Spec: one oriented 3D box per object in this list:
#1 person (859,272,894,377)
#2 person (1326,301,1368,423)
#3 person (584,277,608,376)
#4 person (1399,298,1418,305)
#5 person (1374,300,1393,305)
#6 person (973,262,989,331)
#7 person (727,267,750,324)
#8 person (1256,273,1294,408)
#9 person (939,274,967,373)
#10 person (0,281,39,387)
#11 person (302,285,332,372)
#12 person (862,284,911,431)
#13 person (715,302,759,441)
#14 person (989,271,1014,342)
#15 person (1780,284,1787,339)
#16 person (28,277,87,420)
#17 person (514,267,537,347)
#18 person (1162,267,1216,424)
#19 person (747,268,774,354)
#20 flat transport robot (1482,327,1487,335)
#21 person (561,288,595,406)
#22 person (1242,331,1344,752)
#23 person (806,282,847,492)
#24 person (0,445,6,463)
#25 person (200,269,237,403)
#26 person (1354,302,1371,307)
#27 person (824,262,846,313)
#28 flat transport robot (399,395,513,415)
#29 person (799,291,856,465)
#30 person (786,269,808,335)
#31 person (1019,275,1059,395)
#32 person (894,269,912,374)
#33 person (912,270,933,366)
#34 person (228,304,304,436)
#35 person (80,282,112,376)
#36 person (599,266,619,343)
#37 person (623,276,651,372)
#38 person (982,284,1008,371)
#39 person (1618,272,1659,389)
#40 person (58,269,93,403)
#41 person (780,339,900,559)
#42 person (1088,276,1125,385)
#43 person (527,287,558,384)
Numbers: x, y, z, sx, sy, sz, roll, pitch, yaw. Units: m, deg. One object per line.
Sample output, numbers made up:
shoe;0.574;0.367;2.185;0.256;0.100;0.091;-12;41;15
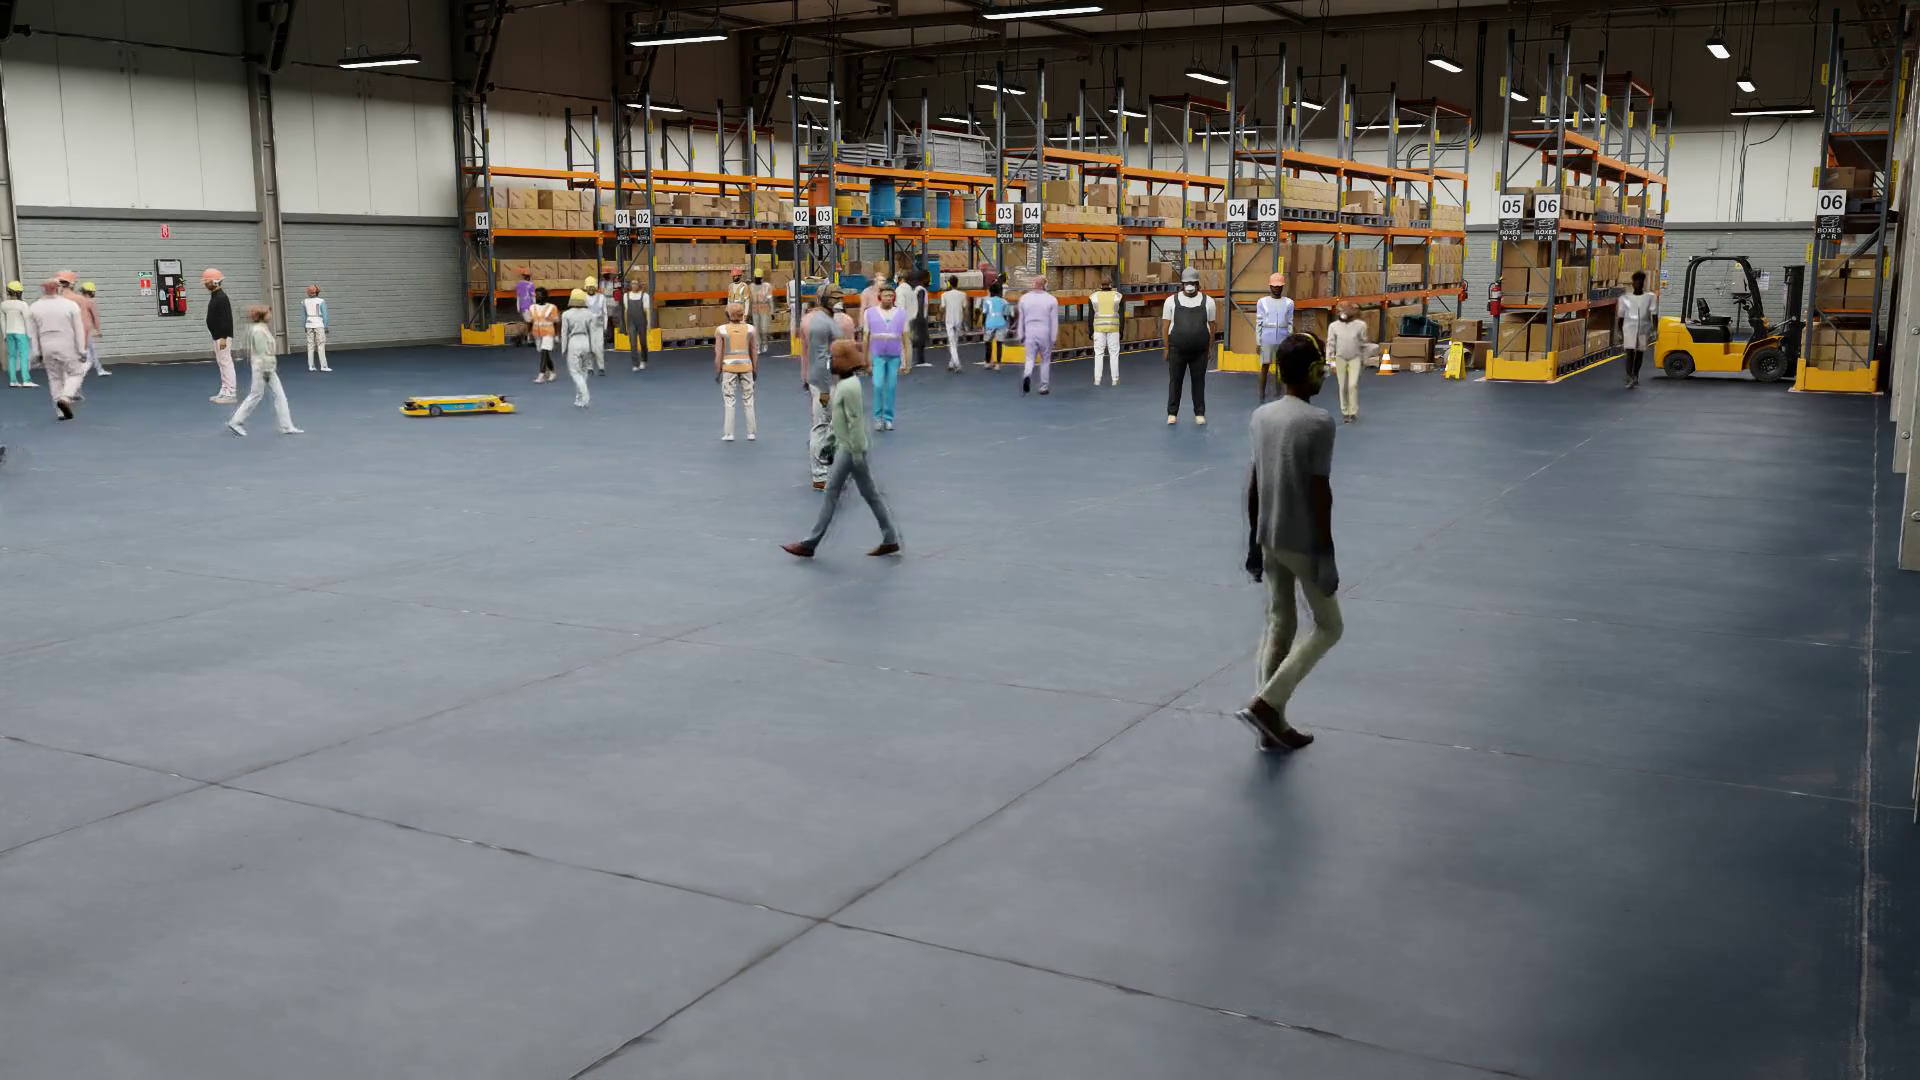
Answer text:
person;-1.452;-3.880;30.018;0.661;1.877;0.644;-6;11;-30
person;5.035;-2.309;21.643;0.517;1.595;0.610;4;10;21
person;-6.688;-3.873;30.222;0.590;1.790;0.887;-3;10;-16
person;12.758;-6.786;47.274;1.025;1.803;0.556;-1;10;-7
person;12.020;-6.757;47.057;0.612;1.818;0.649;-9;13;-41
person;0.585;-6.760;46.542;0.613;2.003;0.975;5;11;27
person;-4.833;-4.951;36.131;0.549;1.937;0.358;5;11;28
person;4.501;-2.844;23.791;0.544;1.939;0.354;0;10;-2
person;-0.112;-4.041;31.099;0.530;1.843;0.850;-3;10;-17
person;-15.641;-3.413;27.627;0.533;1.767;0.326;2;10;11
person;-12.159;-3.993;31.411;0.539;1.640;0.321;2;10;13
person;-0.898;-2.257;20.665;0.588;1.824;0.571;-2;10;-14
person;-2.624;-1.977;19.594;0.522;1.636;0.310;-4;10;-21
person;0.882;-4.908;36.085;0.590;1.868;0.688;4;11;24
person;21.300;-6.058;42.632;0.585;1.929;0.370;-8;13;-40
person;-11.905;-2.512;21.966;0.668;1.893;0.488;-1;10;-6
person;-10.405;-5.559;39.773;0.575;1.909;0.796;5;11;29
person;2.963;-2.506;21.512;0.689;2.000;0.539;0;10;2
person;-4.438;-5.039;36.714;0.667;1.909;0.420;2;10;11
flat transport robot;14.167;-5.806;46.005;0.652;0.197;1.431;2;10;10
person;-5.476;-2.768;23.969;0.492;1.718;0.688;-6;12;-32
person;1.442;0.028;7.221;0.434;1.854;0.546;-6;11;-31
person;-1.235;-1.417;15.445;0.369;1.936;0.630;0;10;3
person;-9.909;-1.532;16.452;0.592;1.820;0.606;1;10;4
person;-11.018;-3.028;24.731;0.407;1.983;0.612;-6;12;-33
person;11.211;-6.599;46.212;0.632;1.802;0.952;8;13;41
person;-2.898;-5.478;38.902;0.373;2.043;0.615;8;13;40
flat transport robot;-6.959;-1.871;22.965;1.431;0.197;0.652;-5;11;-25
person;-1.358;-1.695;17.194;0.659;1.890;0.481;5;11;29
person;-3.935;-5.648;40.374;0.574;1.882;0.356;5;11;28
person;1.229;-3.201;26.021;0.657;1.885;0.594;3;10;18
person;-1.066;-4.054;30.871;0.355;1.938;0.636;2;10;14
person;-0.820;-4.360;32.791;0.508;1.899;0.603;-1;10;-7
person;-8.503;-2.063;20.202;0.829;1.603;0.528;-2;10;-12
person;-15.726;-3.768;29.865;0.509;1.714;0.874;6;12;33
person;-8.823;-5.866;41.551;0.569;1.908;0.723;6;11;31
person;-6.102;-4.096;31.527;0.511;1.816;0.878;0;10;-1
person;0.638;-4.035;31.584;0.541;1.640;0.813;-3;10;-16
person;11.141;-3.438;27.360;0.612;1.910;1.027;2;10;13
person;-13.196;-3.010;24.649;0.617;1.982;0.466;0;10;1
person;-0.838;-0.645;11.957;0.879;1.582;0.510;0;10;-2
person;2.470;-3.524;28.076;0.621;1.838;0.429;1;10;6
person;-7.170;-3.541;28.692;0.539;1.657;0.861;3;10;16
